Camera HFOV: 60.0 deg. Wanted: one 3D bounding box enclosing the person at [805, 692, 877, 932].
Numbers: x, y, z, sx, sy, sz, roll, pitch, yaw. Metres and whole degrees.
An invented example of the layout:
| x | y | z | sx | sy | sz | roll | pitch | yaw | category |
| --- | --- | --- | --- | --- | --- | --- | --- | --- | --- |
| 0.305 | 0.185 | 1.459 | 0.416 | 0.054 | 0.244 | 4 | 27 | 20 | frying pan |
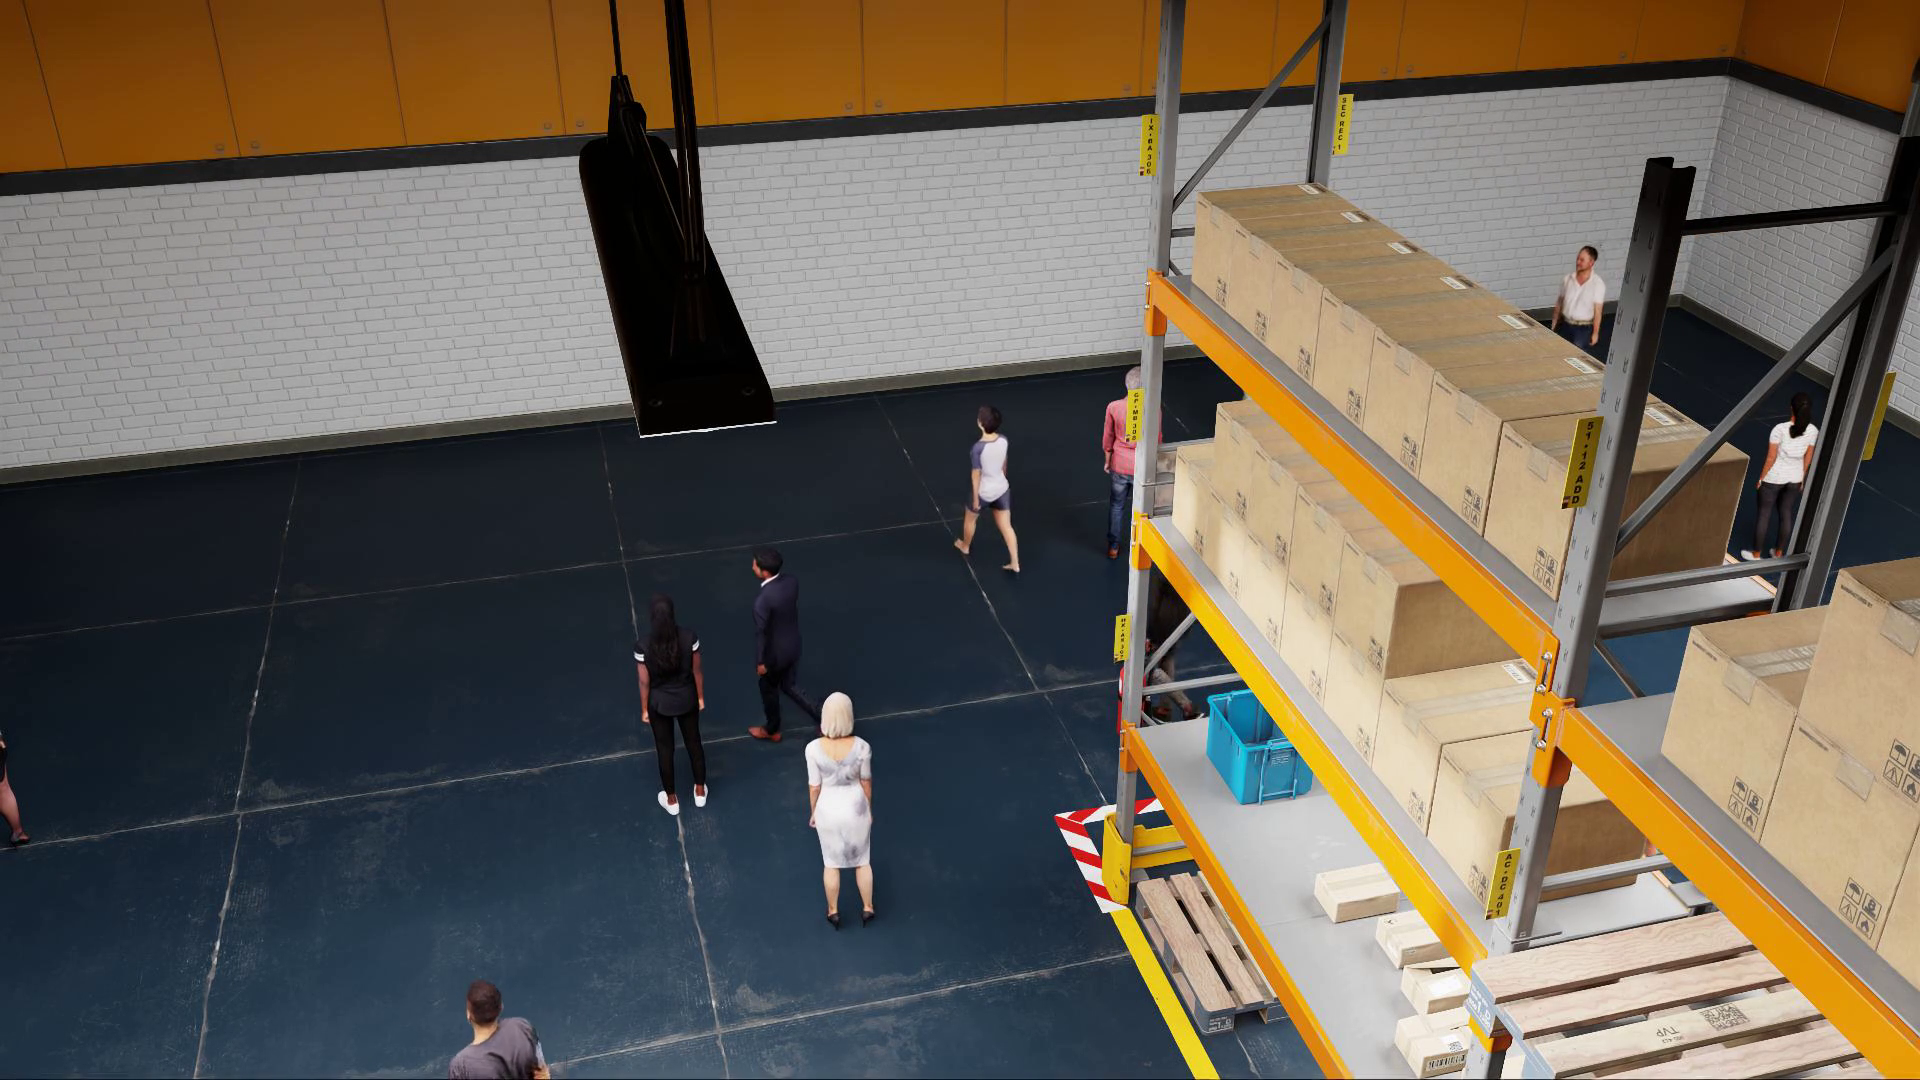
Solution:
| x | y | z | sx | sy | sz | roll | pitch | yaw | category |
| --- | --- | --- | --- | --- | --- | --- | --- | --- | --- |
| -0.734 | 1.716 | 10.444 | 0.603 | 1.751 | 0.573 | -2 | 29 | -3 | person |

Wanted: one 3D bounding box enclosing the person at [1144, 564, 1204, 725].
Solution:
| x | y | z | sx | sy | sz | roll | pitch | yaw | category |
| --- | --- | --- | --- | --- | --- | --- | --- | --- | --- |
| 1.614 | 0.673 | 12.316 | 1.006 | 1.788 | 0.904 | 25 | 37 | 38 | person |

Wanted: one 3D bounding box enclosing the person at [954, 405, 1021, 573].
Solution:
| x | y | z | sx | sy | sz | roll | pitch | yaw | category |
| --- | --- | --- | --- | --- | --- | --- | --- | --- | --- |
| 0.310 | -0.409 | 14.581 | 0.798 | 1.520 | 1.108 | -18 | 33 | -30 | person |

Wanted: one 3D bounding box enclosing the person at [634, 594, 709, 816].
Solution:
| x | y | z | sx | sy | sz | roll | pitch | yaw | category |
| --- | --- | --- | --- | --- | --- | --- | --- | --- | --- |
| -1.991 | 1.124 | 11.538 | 0.637 | 1.742 | 0.600 | -11 | 31 | -20 | person |

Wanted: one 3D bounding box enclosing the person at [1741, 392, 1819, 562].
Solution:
| x | y | z | sx | sy | sz | roll | pitch | yaw | category |
| --- | --- | --- | --- | --- | --- | --- | --- | --- | --- |
| 7.259 | -0.537 | 14.685 | 0.612 | 1.645 | 0.581 | -1 | 29 | -2 | person |

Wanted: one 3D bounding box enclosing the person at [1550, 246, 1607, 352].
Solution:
| x | y | z | sx | sy | sz | roll | pitch | yaw | category |
| --- | --- | --- | --- | --- | --- | --- | --- | --- | --- |
| 6.586 | -2.241 | 17.600 | 0.833 | 1.845 | 0.718 | -18 | 33 | -29 | person |

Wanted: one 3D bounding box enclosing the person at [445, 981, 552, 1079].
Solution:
| x | y | z | sx | sy | sz | roll | pitch | yaw | category |
| --- | --- | --- | --- | --- | --- | --- | --- | --- | --- |
| -2.177 | 2.953 | 8.194 | 1.070 | 1.733 | 1.011 | 20 | 35 | 33 | person |

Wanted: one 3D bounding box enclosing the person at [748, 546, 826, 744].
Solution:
| x | y | z | sx | sy | sz | roll | pitch | yaw | category |
| --- | --- | --- | --- | --- | --- | --- | --- | --- | --- |
| -1.234 | 0.836 | 12.111 | 1.103 | 1.699 | 1.054 | 14 | 32 | 24 | person |

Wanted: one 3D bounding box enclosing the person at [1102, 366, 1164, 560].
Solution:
| x | y | z | sx | sy | sz | roll | pitch | yaw | category |
| --- | --- | --- | --- | --- | --- | --- | --- | --- | --- |
| 1.528 | -0.672 | 14.737 | 0.764 | 1.831 | 0.756 | 8 | 30 | 15 | person |
